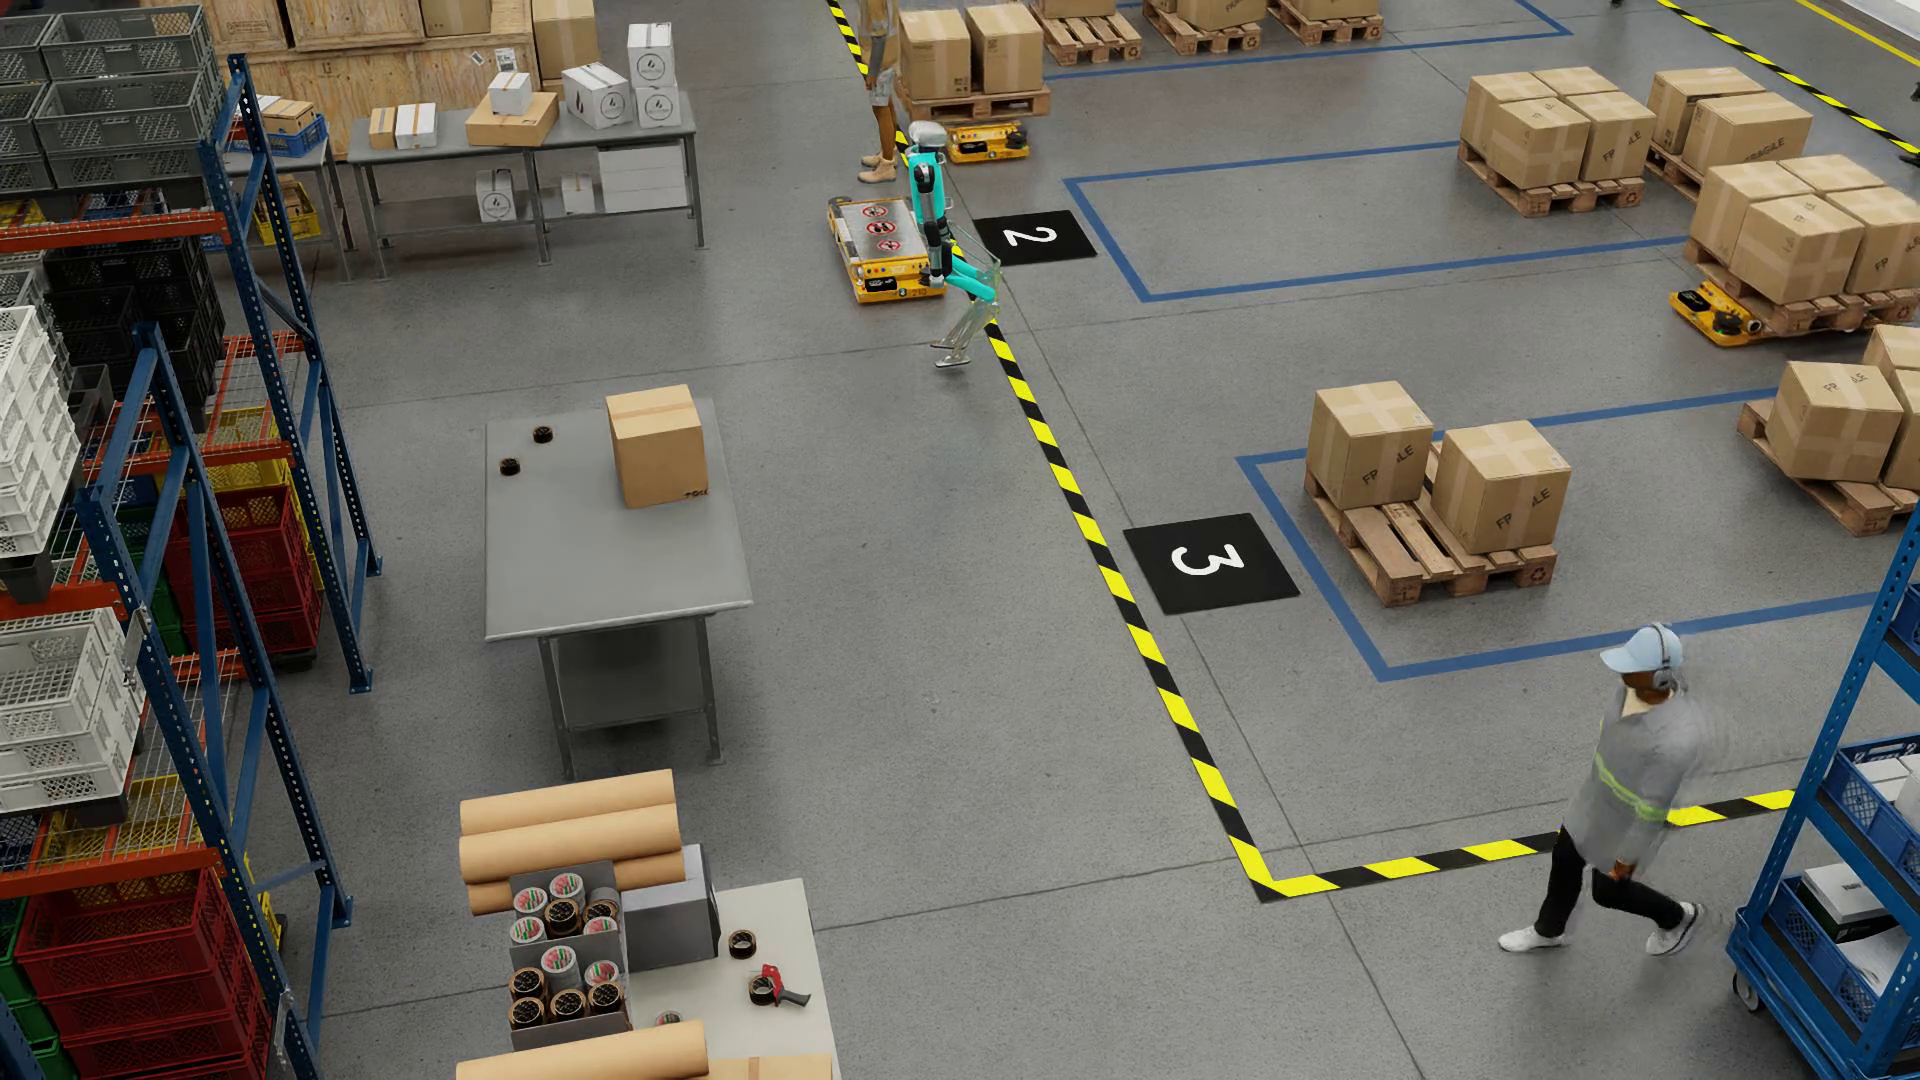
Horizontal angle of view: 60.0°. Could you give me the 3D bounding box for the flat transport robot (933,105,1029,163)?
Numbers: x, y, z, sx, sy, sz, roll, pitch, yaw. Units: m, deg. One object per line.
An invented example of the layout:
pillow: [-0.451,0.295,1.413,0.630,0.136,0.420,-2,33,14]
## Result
flat transport robot: [0.112,-3.678,14.474,0.652,0.197,1.431,-8,37,-10]

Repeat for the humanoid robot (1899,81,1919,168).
humanoid robot: [8.066,-3.713,13.373,0.602,1.634,0.610,-15,39,-19]

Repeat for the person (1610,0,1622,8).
person: [6.936,-6.432,16.921,0.599,1.795,0.884,10,38,14]

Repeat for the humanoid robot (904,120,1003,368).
humanoid robot: [0.021,-1.910,10.780,0.735,1.675,0.533,-2,37,-2]

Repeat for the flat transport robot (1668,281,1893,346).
flat transport robot: [5.863,-1.690,11.802,1.431,0.197,0.652,-8,37,-10]

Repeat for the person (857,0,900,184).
person: [-0.664,-3.855,13.246,0.365,2.048,0.606,3,37,4]

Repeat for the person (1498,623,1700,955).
person: [2.764,1.073,6.805,0.702,1.826,0.589,-5,37,-7]

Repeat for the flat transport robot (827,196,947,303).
flat transport robot: [-0.570,-2.220,12.538,0.659,0.231,1.431,-8,37,-10]
